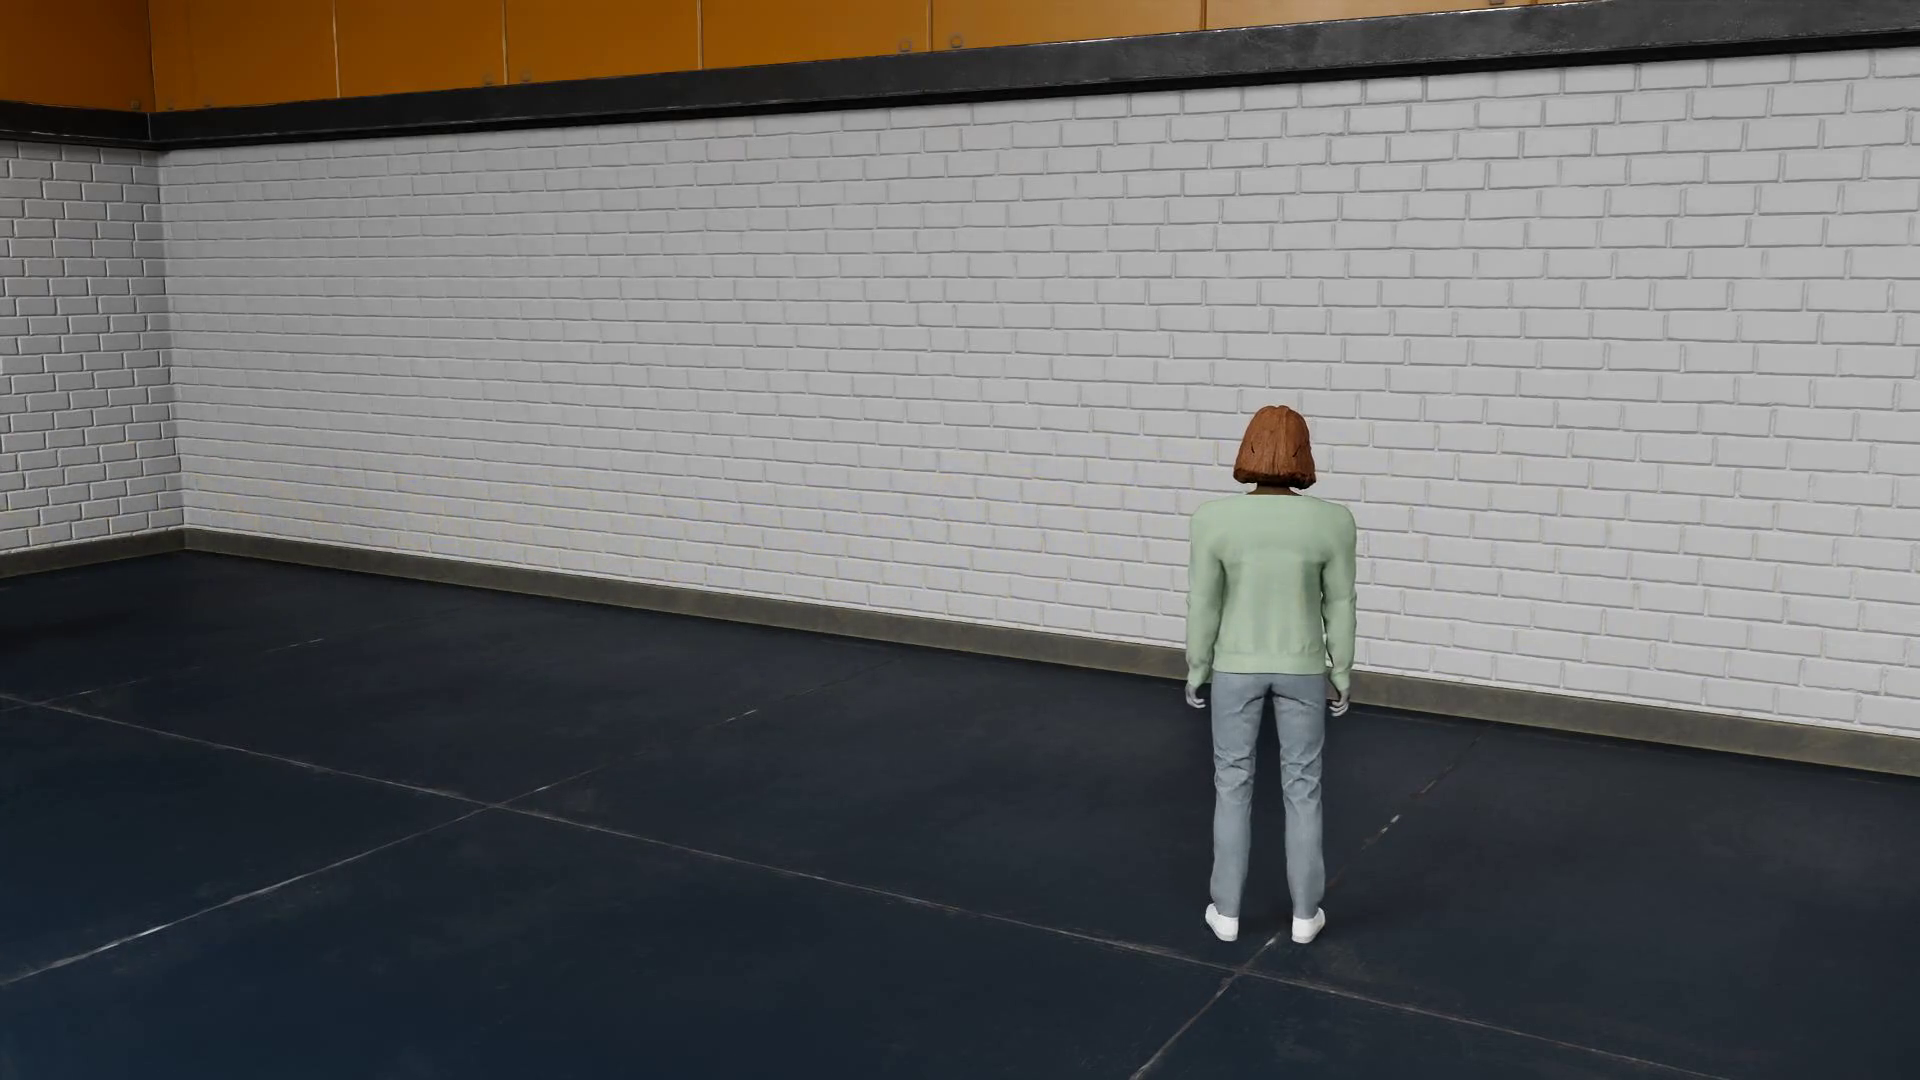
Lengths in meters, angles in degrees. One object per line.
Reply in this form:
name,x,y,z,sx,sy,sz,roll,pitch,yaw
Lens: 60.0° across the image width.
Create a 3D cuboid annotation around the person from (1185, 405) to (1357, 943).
person,0.933,0.410,5.028,0.508,1.632,0.270,1,9,7
